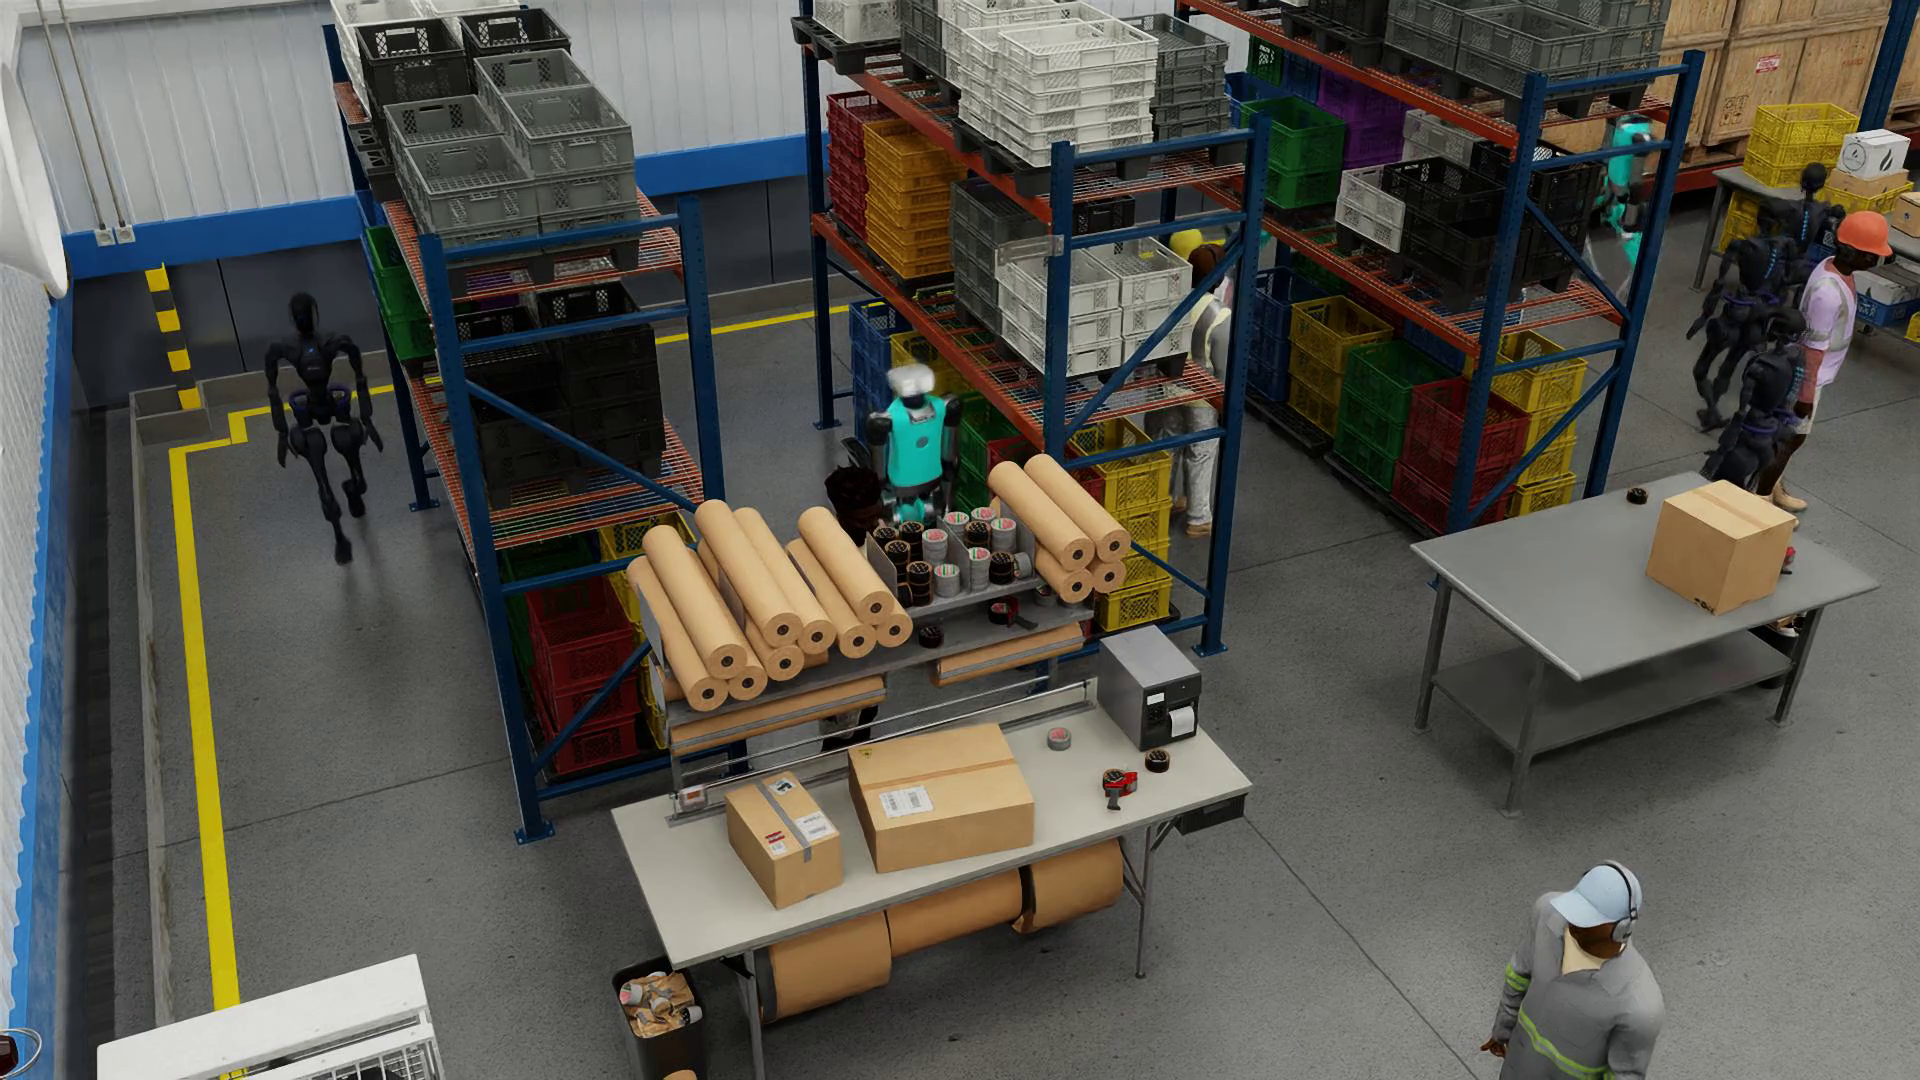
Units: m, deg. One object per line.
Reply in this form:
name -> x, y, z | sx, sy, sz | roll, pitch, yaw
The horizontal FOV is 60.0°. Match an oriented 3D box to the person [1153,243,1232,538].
person -> 1.412, -0.890, 9.917 | 0.429, 1.840, 0.633 | -21, 37, -30

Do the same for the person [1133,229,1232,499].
person -> 1.349, -1.068, 10.223 | 0.593, 1.824, 0.403 | 2, 32, 3

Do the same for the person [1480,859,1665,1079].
person -> 1.979, 1.787, 5.558 | 0.366, 1.852, 0.589 | -12, 34, -19

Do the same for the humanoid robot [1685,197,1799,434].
humanoid robot -> 5.183, -1.465, 11.027 | 0.607, 1.639, 0.474 | -6, 32, -10

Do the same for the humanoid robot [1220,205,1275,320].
humanoid robot -> 2.249, -2.530, 12.671 | 0.666, 1.789, 0.540 | 0, 32, 0

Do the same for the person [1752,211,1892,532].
person -> 5.105, -0.999, 9.919 | 0.398, 2.031, 0.611 | 16, 35, 24

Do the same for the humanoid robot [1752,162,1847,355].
humanoid robot -> 5.796, -1.796, 11.536 | 0.598, 1.641, 0.384 | 14, 34, 21

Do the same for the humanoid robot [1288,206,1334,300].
humanoid robot -> 2.713, -2.580, 12.821 | 0.338, 1.652, 0.611 | 17, 35, 25

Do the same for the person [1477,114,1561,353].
person -> 3.964, -2.215, 12.028 | 0.574, 1.884, 0.356 | -3, 32, -4

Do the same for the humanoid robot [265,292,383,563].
humanoid robot -> -3.754, -0.715, 9.795 | 0.589, 1.636, 0.595 | -13, 34, -20

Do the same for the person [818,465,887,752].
person -> -0.474, 0.524, 7.501 | 0.364, 1.963, 0.610 | 15, 34, 22

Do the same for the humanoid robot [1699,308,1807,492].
humanoid robot -> 4.543, -0.569, 9.543 | 0.607, 1.650, 0.324 | -22, 38, -31

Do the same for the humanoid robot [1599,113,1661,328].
humanoid robot -> 5.149, -2.428, 12.569 | 0.667, 1.856, 0.544 | -1, 32, -1

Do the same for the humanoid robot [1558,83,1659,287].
humanoid robot -> 5.025, -2.875, 13.182 | 0.530, 1.741, 0.676 | -19, 37, -28

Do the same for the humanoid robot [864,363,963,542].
humanoid robot -> -0.329, -0.212, 8.908 | 0.539, 1.732, 1.004 | -15, 35, -23
